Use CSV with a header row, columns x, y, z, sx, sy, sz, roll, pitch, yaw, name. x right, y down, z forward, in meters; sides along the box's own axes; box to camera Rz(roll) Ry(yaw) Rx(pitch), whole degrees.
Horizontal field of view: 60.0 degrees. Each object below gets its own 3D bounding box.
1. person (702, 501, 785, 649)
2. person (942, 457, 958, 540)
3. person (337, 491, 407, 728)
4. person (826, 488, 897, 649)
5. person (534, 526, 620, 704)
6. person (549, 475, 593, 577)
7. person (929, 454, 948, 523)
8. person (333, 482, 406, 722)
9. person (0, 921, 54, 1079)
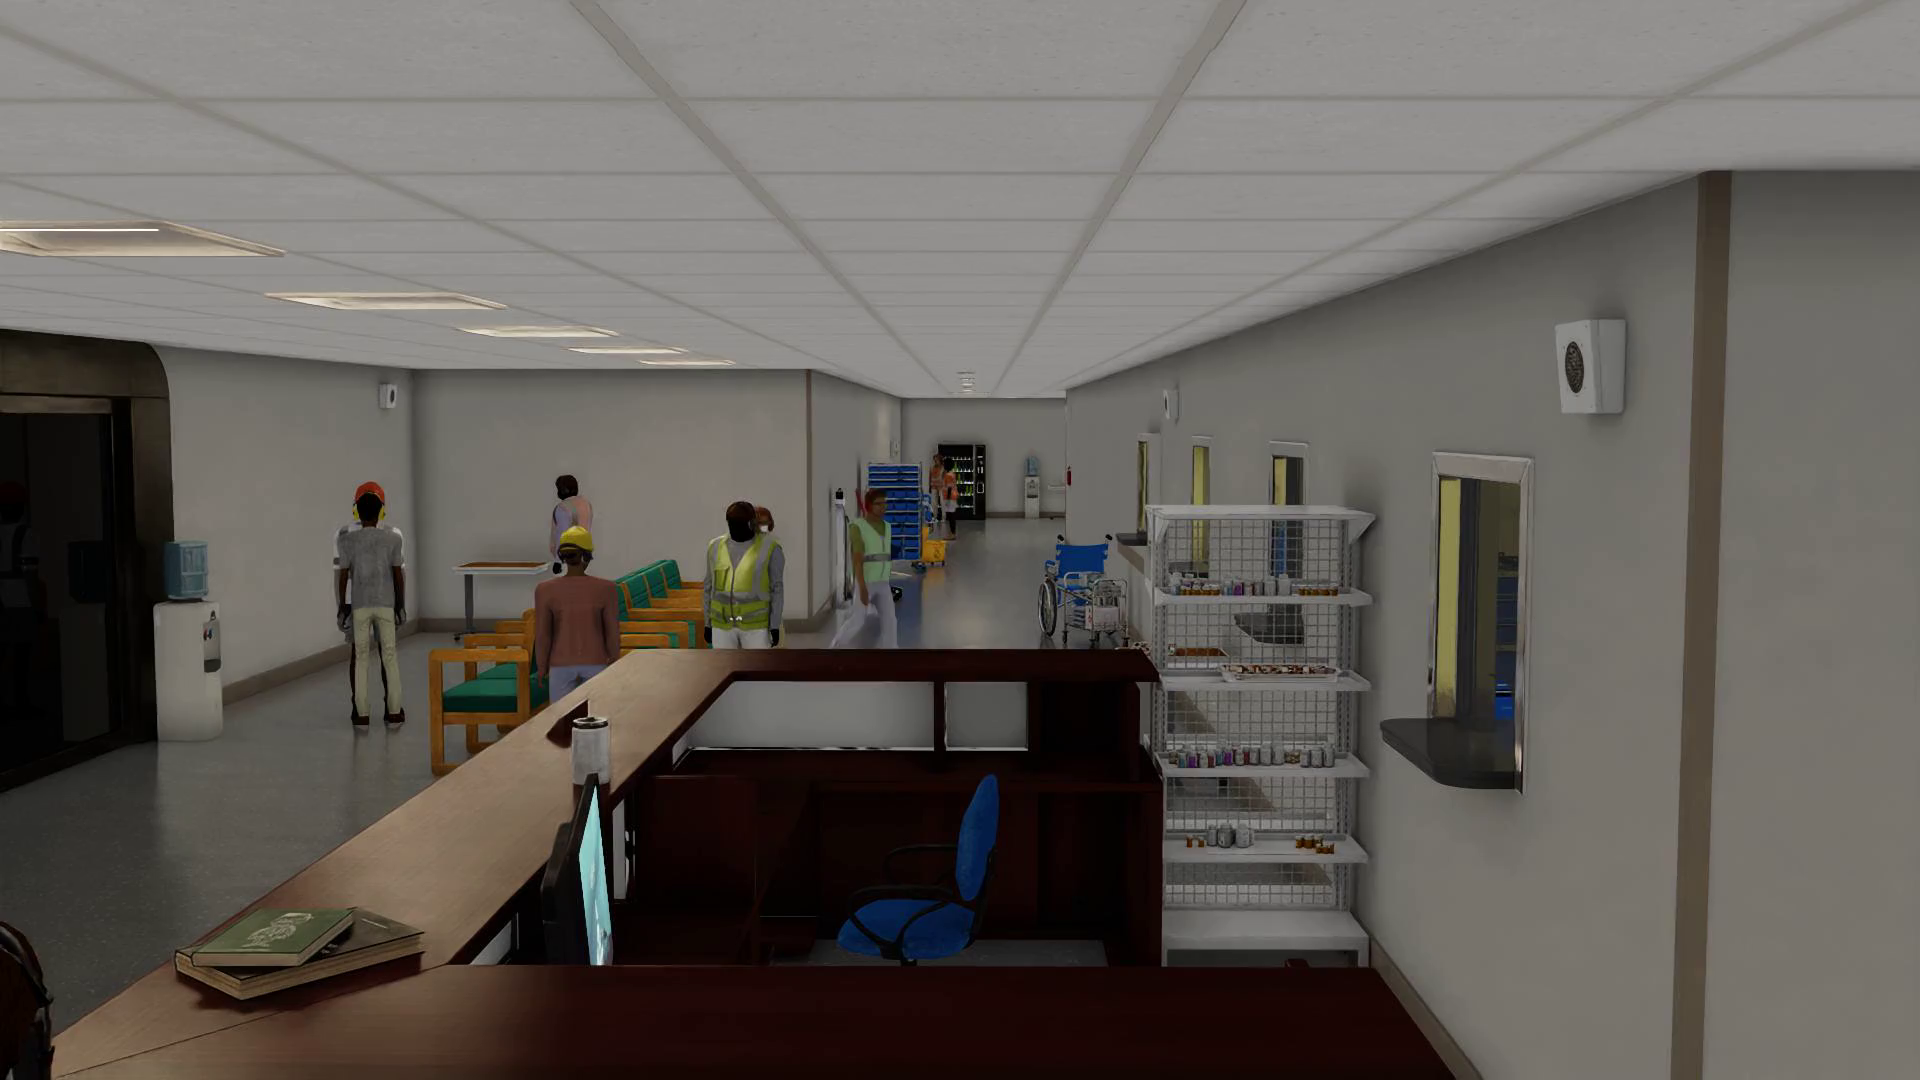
x,y,z,sx,sy,sz,roll,pitch,yaw,name
-1.617,0.627,12.309,0.621,1.838,0.429,1,4,12,person
-0.206,-0.835,33.782,0.317,1.695,0.540,0,4,7,person
-4.658,0.551,13.168,0.520,1.869,0.333,-1,4,-20,person
-0.895,0.408,15.640,0.933,1.810,0.575,3,5,36,person
-2.398,0.796,10.433,0.527,1.765,0.328,-1,4,-14,person
-4.296,0.200,18.295,0.429,1.839,0.621,1,4,16,person
-0.510,-1.218,39.549,0.521,1.639,0.311,2,5,30,person
-4.757,0.496,13.437,0.551,1.935,0.372,-1,4,-10,person
-1.197,1.364,2.001,0.626,1.837,0.429,-2,5,-30,person
